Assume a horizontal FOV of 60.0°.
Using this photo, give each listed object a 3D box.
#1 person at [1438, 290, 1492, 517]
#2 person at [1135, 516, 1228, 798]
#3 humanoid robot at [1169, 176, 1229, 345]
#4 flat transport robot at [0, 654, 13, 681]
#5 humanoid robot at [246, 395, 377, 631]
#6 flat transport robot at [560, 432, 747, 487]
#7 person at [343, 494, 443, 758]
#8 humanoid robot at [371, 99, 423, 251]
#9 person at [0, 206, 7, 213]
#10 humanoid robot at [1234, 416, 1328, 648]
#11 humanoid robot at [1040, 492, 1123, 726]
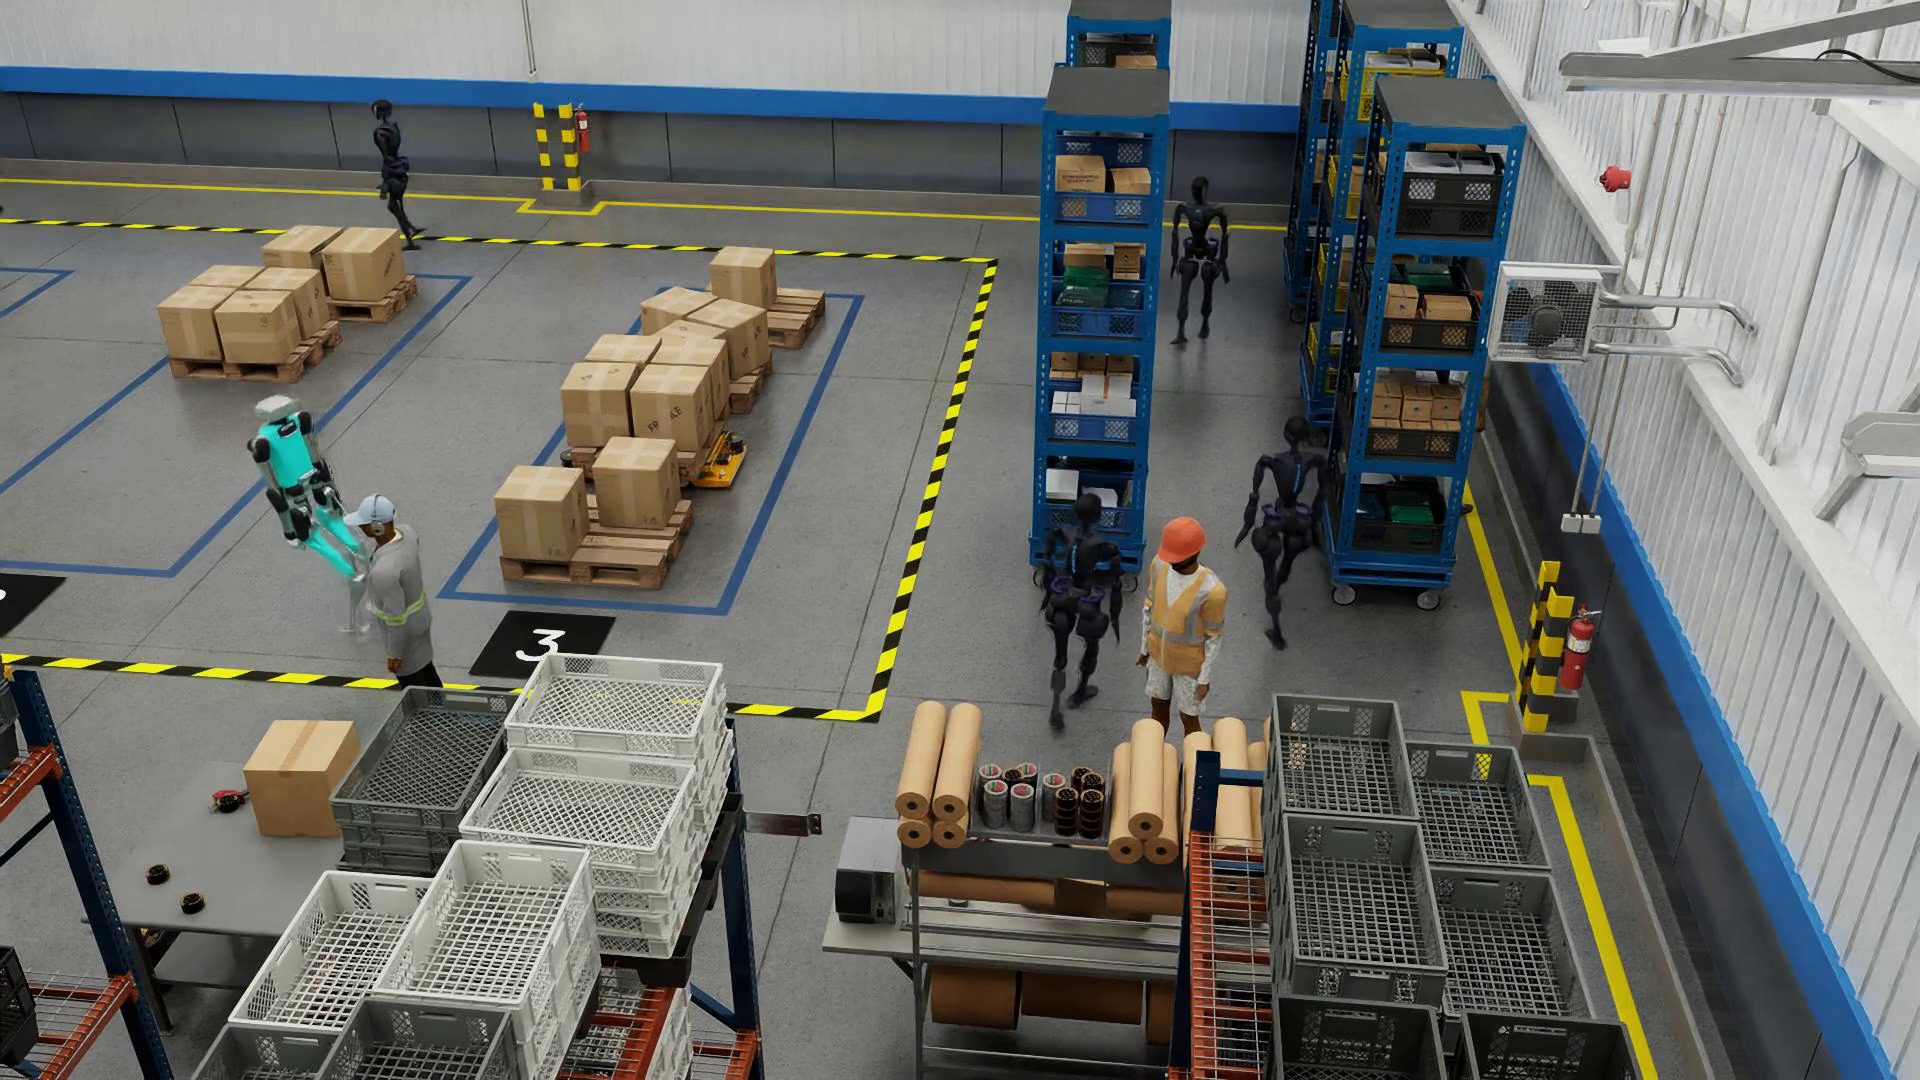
[{"bbox_3d":[3.841,-1.057,12.920,0.375,1.843,0.569,-19,35,-29],"label":"person"},{"bbox_3d":[1.266,0.702,9.817,0.373,1.931,0.545,-27,39,-38],"label":"person"},{"bbox_3d":[2.283,-2.653,15.843,0.596,1.638,0.610,11,32,18],"label":"humanoid robot"},{"bbox_3d":[-7.142,0.969,11.010,1.431,0.231,0.659,3,30,6],"label":"flat transport robot"},{"bbox_3d":[-4.320,-0.135,11.443,0.788,1.755,0.564,10,32,17],"label":"humanoid robot"},{"bbox_3d":[-2.554,-0.707,13.861,1.431,0.197,0.652,3,30,6],"label":"flat transport robot"},{"bbox_3d":[-3.429,0.540,10.172,0.385,1.850,0.596,-2,30,-4],"label":"person"},{"bbox_3d":[-6.156,-3.952,18.064,0.343,1.649,0.591,-2,30,-4],"label":"humanoid robot"},{"bbox_3d":[-11.457,-4.542,18.964,0.780,1.786,0.611,7,31,11],"label":"person"},{"bbox_3d":[2.201,-0.110,11.501,0.608,1.629,0.759,-5,31,-9],"label":"humanoid robot"},{"bbox_3d":[0.753,0.422,10.596,0.587,1.647,0.672,15,34,24],"label":"humanoid robot"}]
